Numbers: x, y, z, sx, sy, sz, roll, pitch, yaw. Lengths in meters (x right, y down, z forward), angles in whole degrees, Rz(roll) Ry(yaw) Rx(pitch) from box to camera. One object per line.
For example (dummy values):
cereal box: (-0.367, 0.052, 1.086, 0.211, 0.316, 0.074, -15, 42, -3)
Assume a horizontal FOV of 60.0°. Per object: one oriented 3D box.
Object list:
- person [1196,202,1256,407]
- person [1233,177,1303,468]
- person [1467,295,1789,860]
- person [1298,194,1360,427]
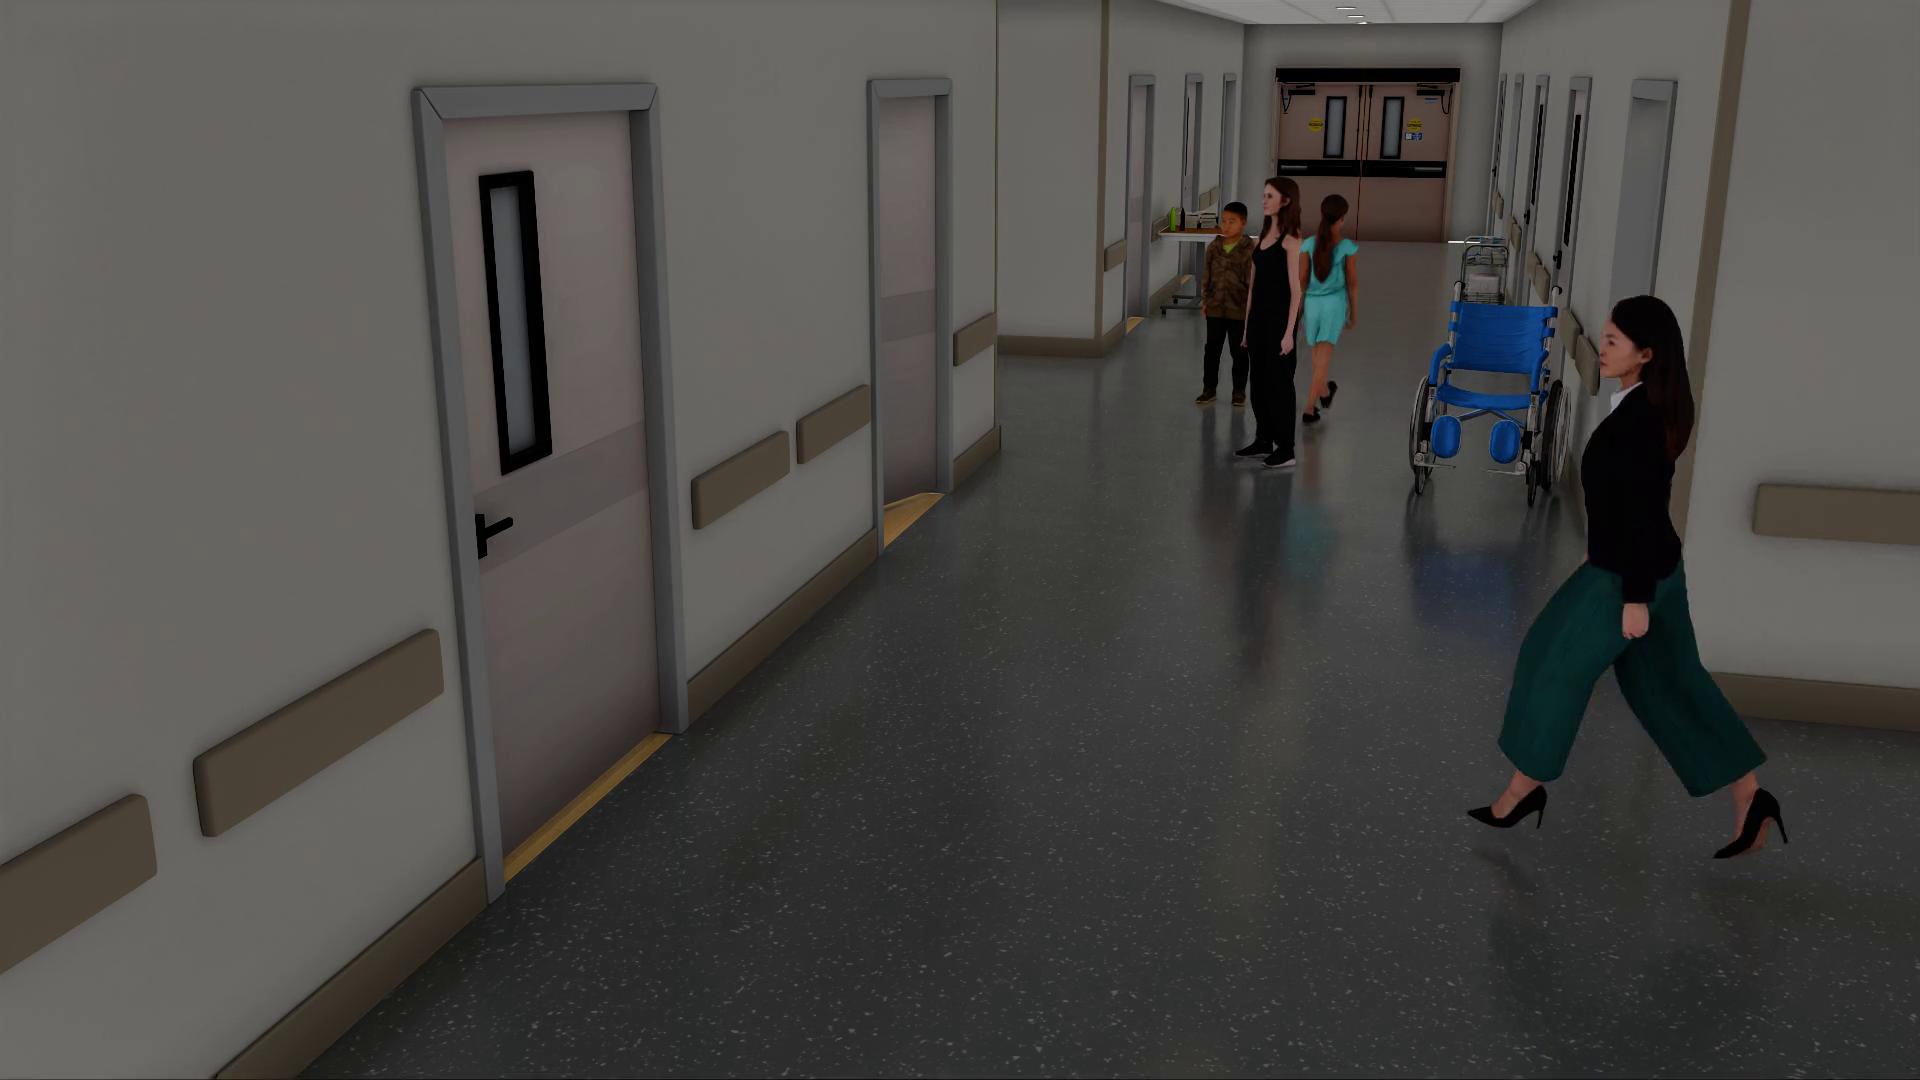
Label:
person: (1.943, -1.707, 12.008, 0.606, 1.453, 0.602, 7, 17, 22)
person: (1.919, -1.317, 10.083, 0.717, 1.746, 0.651, -8, 18, -27)
person: (2.073, 0.174, 4.894, 0.905, 1.691, 1.141, 11, 19, 33)
person: (2.436, -1.521, 11.217, 0.739, 1.523, 1.062, 9, 18, 29)
